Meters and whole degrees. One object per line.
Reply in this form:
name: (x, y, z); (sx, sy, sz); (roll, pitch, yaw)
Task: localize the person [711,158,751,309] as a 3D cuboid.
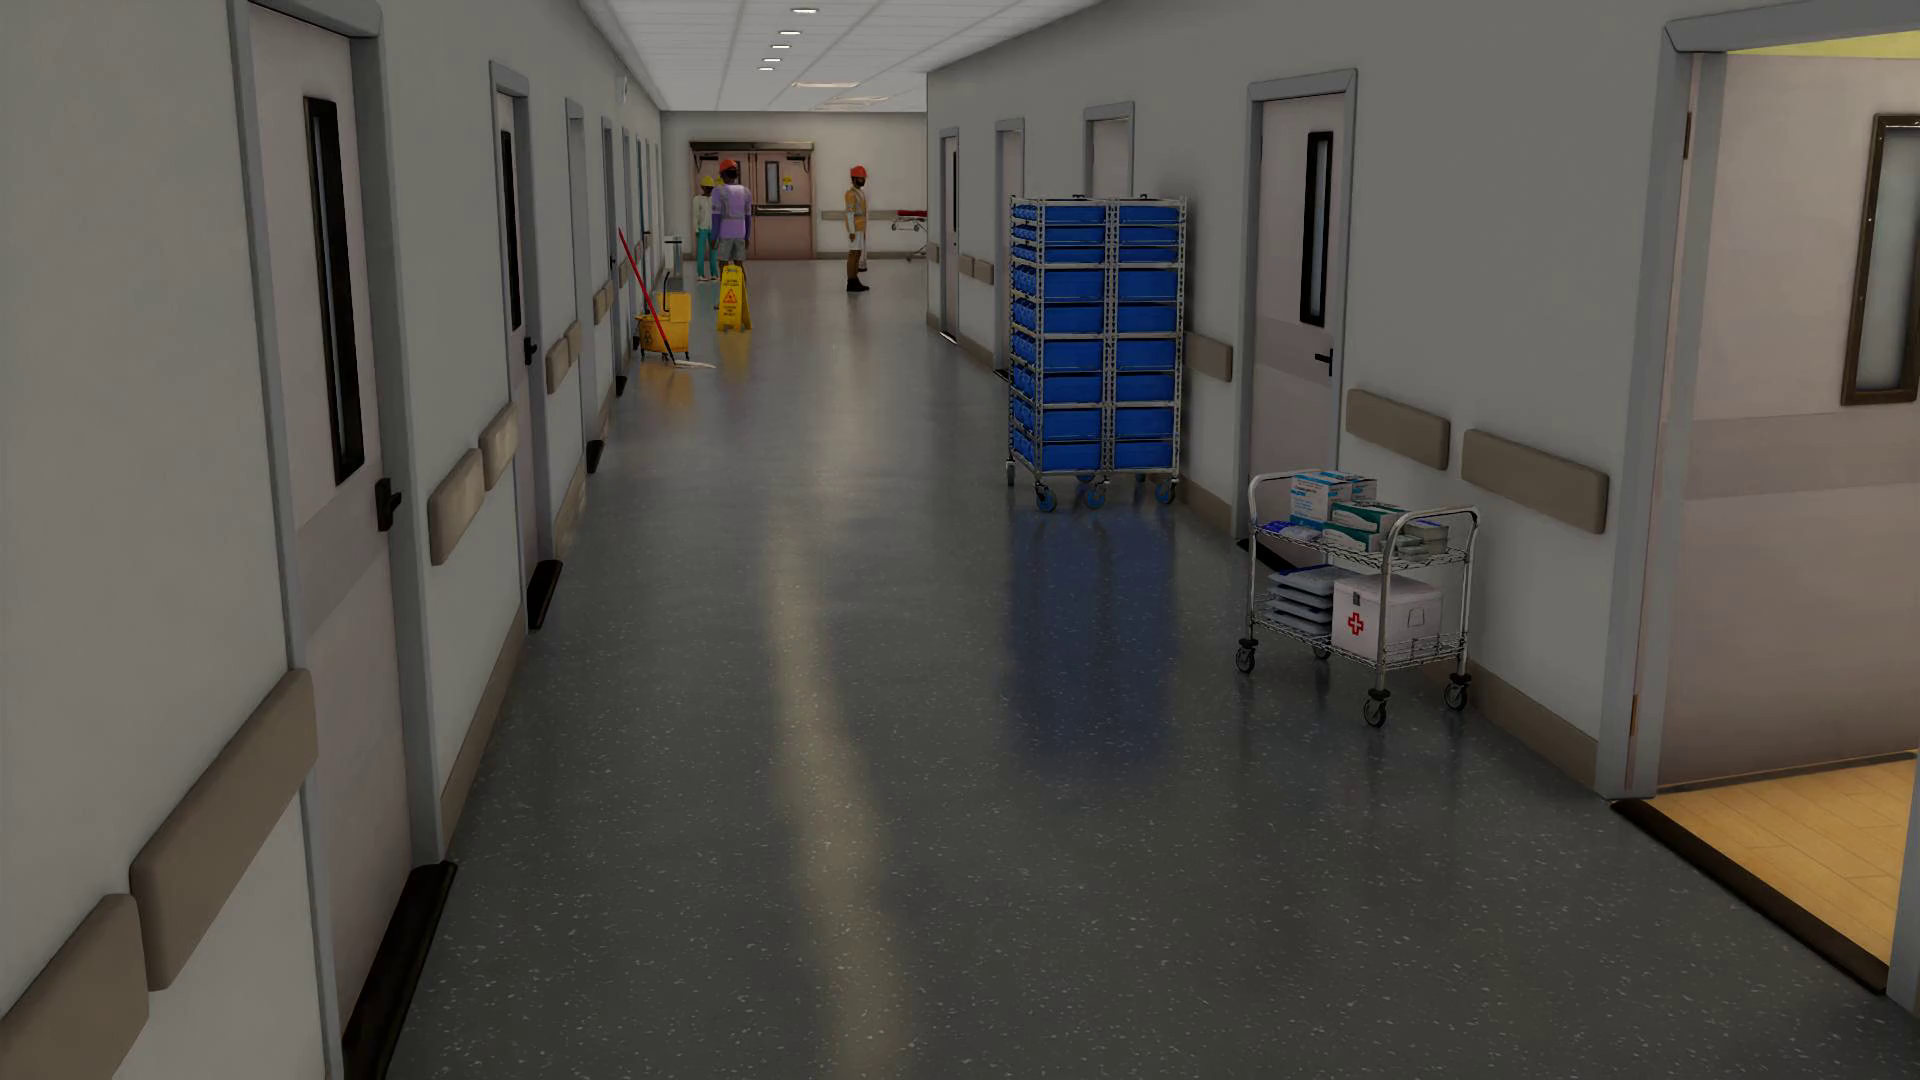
person: (-3.123, -4.151, 22.627); (0.613, 2.029, 0.409); (-11, 17, -40)

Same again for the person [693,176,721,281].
person: (-4.261, -5.269, 28.185); (0.518, 1.757, 0.342); (-9, 15, -33)

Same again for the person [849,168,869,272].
person: (-1.897, -5.907, 30.719); (0.403, 1.898, 0.652); (2, 13, 10)

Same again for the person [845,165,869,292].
person: (-1.580, -4.840, 25.875); (0.375, 1.935, 0.551); (4, 13, 15)
